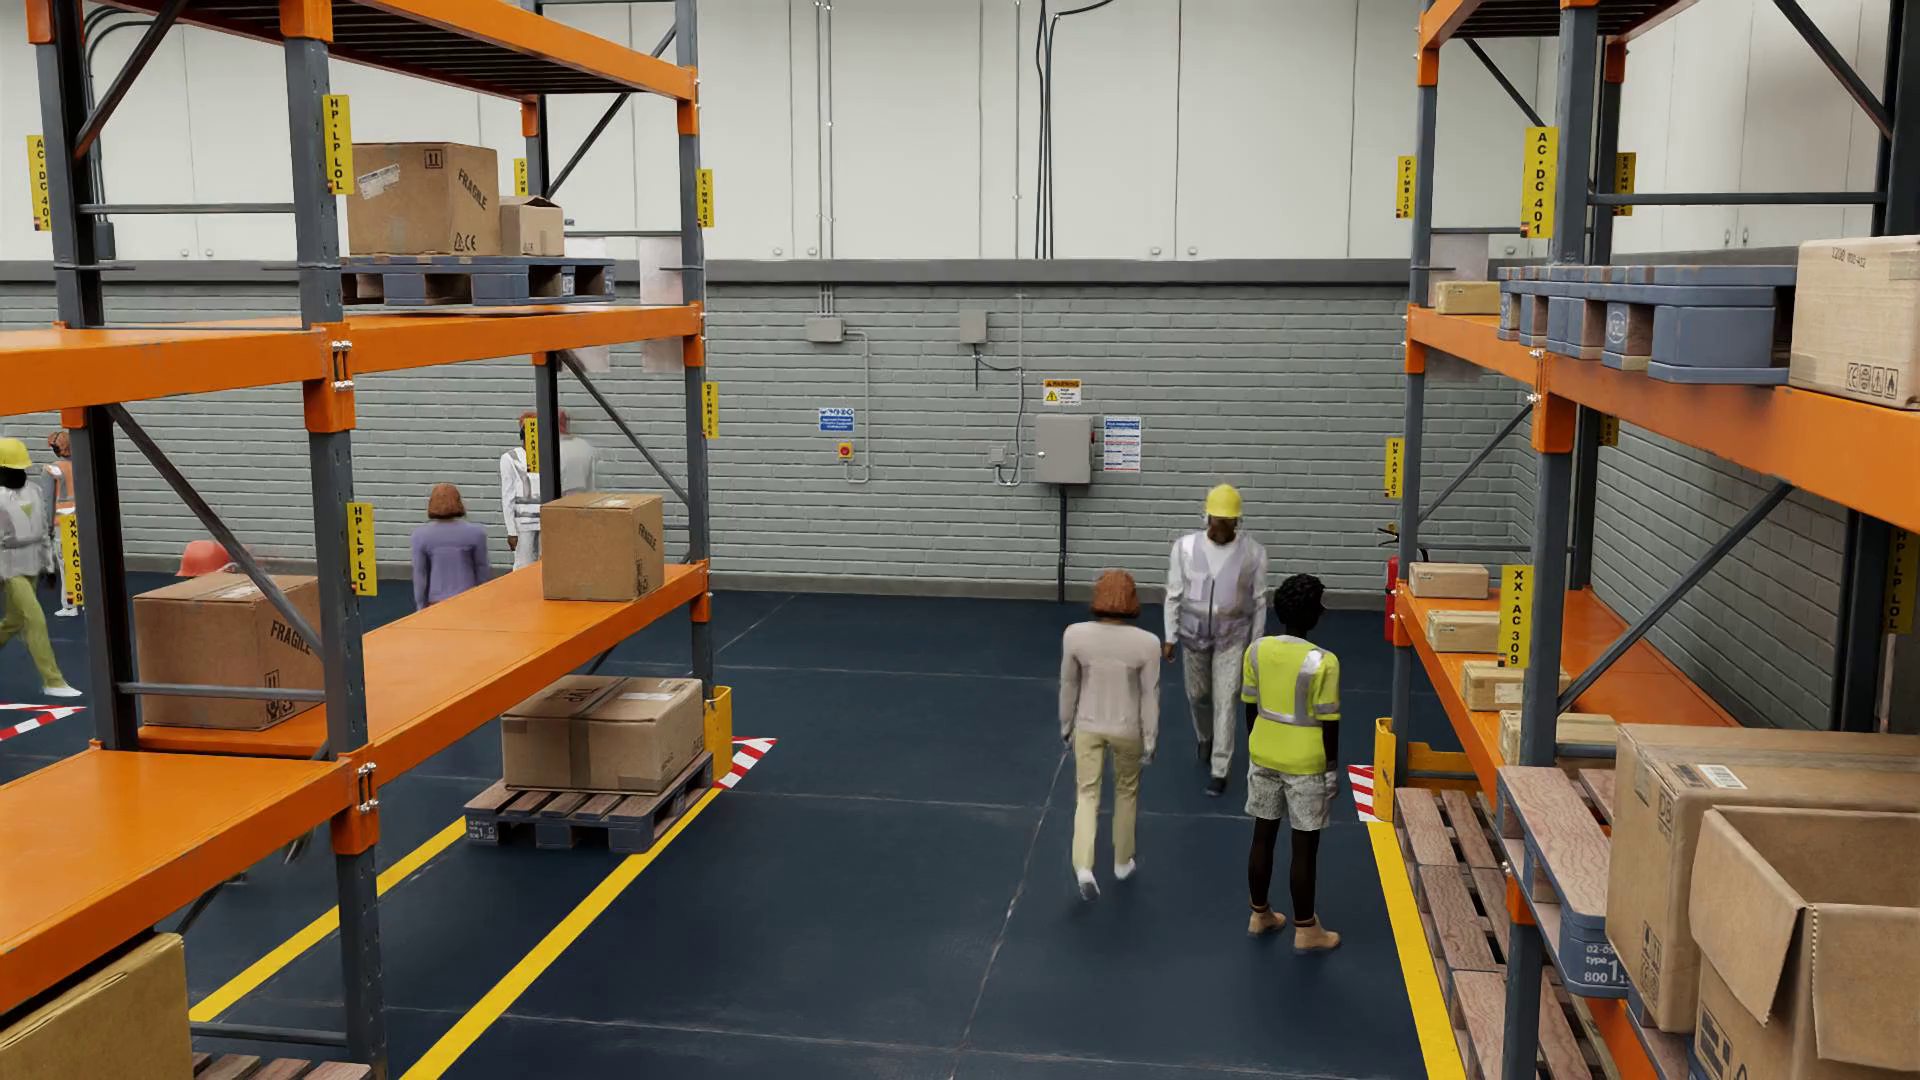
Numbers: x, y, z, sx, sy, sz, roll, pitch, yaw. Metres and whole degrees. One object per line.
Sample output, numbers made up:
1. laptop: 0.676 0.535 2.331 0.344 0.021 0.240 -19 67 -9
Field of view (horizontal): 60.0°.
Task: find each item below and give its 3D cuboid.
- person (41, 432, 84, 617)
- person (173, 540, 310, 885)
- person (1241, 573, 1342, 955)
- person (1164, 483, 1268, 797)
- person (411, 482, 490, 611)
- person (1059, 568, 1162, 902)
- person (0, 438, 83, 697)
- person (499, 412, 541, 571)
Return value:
1. person: -7.807 -0.138 14.619 0.317 1.629 0.508 3 10 21
2. person: -3.561 0.854 8.153 0.501 1.731 0.576 1 9 7
3. person: 1.484 0.991 7.442 0.322 1.697 0.535 -7 12 -37
4. person: 1.522 0.542 9.885 0.584 1.804 0.866 3 10 18
5. person: -3.433 0.419 11.211 0.492 1.613 0.701 -1 9 -7
6. person: 0.708 0.939 8.049 0.509 1.602 0.736 2 10 15
7. person: -6.778 0.195 11.841 0.925 1.882 0.621 1 9 9
8. person: -3.495 -0.108 13.639 0.356 1.886 0.574 6 11 31
